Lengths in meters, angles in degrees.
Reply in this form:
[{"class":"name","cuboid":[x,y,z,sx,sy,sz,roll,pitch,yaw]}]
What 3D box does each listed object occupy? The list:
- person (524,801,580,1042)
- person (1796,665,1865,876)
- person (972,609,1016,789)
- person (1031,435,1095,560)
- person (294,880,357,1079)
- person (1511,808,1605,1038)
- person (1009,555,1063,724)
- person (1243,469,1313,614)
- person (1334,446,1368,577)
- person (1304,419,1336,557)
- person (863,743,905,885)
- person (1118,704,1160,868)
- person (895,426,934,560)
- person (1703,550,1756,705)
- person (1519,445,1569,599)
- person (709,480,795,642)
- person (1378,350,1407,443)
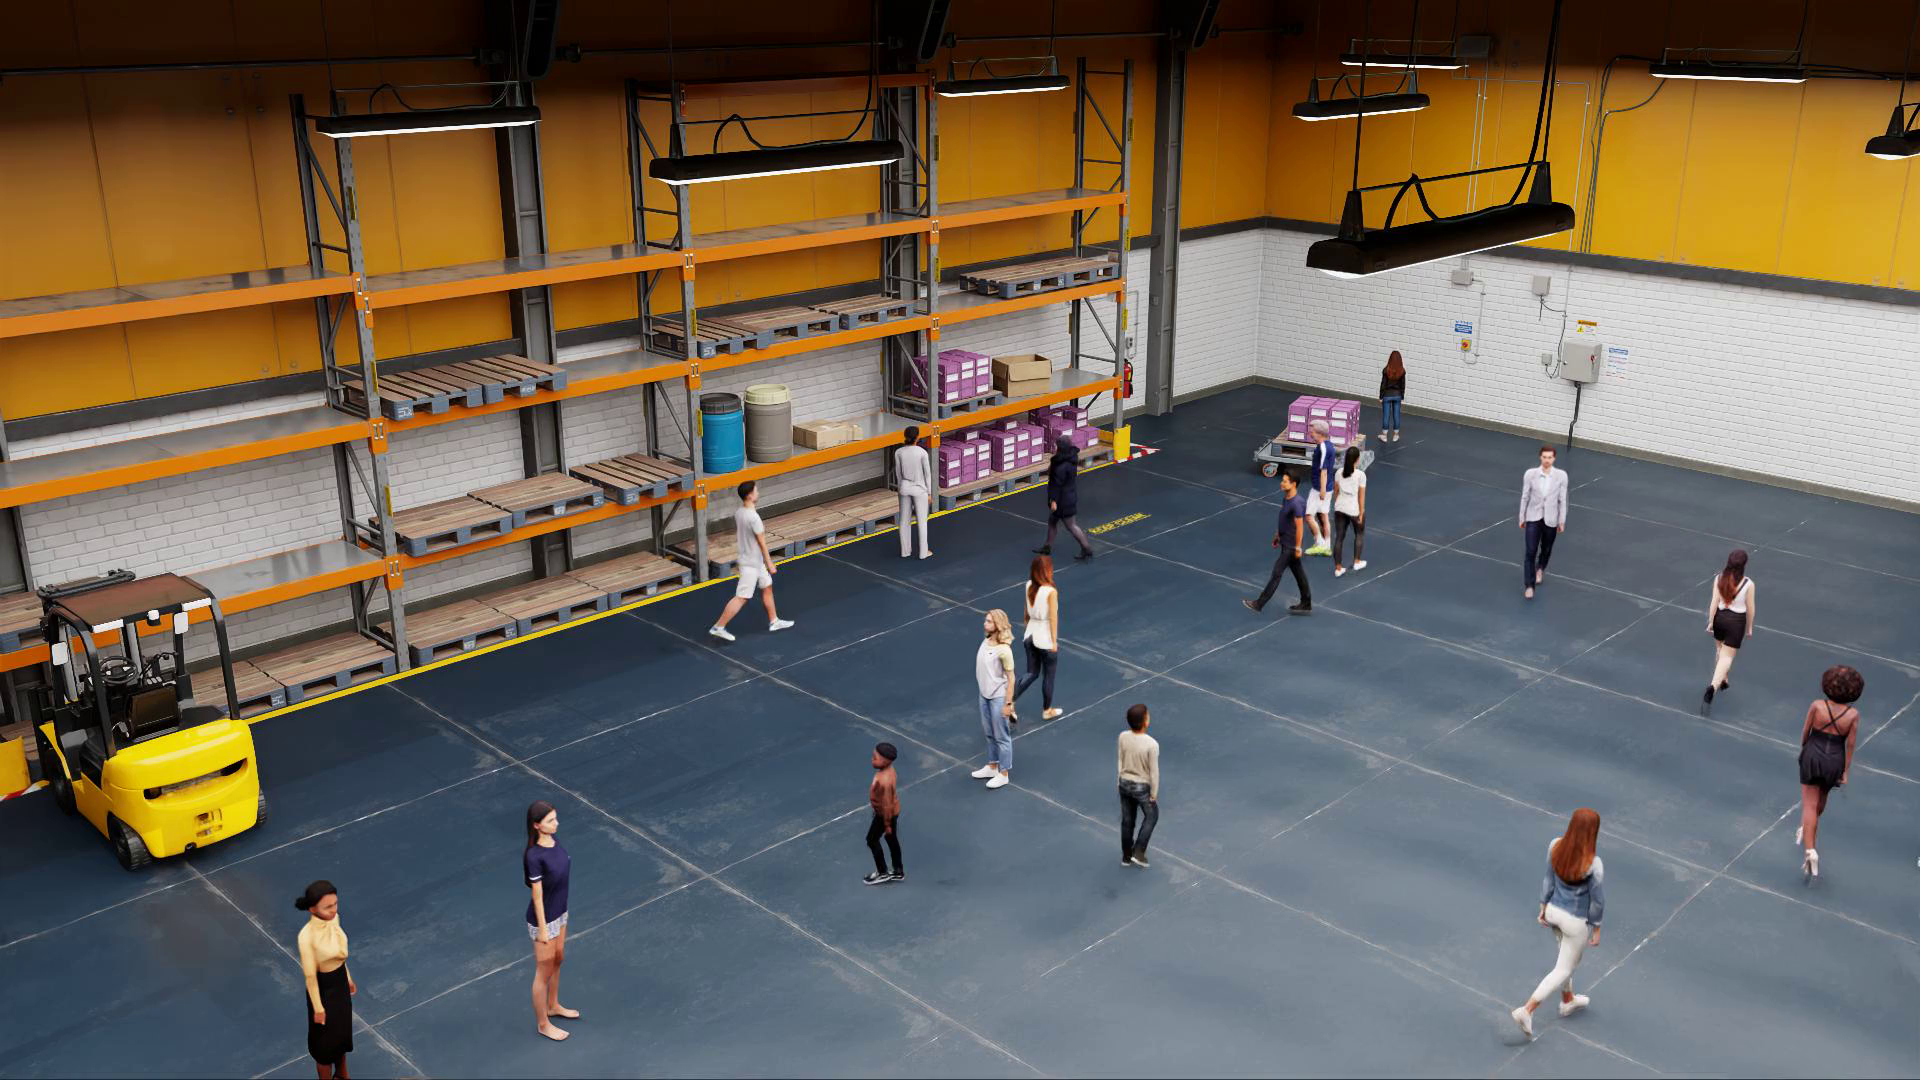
[{"class":"person","cuboid":[-2.884,2.625,11.633,0.724,1.765,0.639,3,19,7]},{"class":"person","cuboid":[7.111,1.931,13.730,0.888,1.741,1.167,6,20,18]},{"class":"person","cuboid":[0.339,1.436,15.229,0.631,1.722,0.678,-11,21,-28]},{"class":"person","cuboid":[1.391,-0.508,21.129,1.048,1.642,1.111,5,19,15]},{"class":"person","cuboid":[-4.101,2.960,10.811,0.726,1.654,0.647,3,19,8]},{"class":"person","cuboid":[4.179,2.683,11.601,1.142,1.674,0.812,-10,21,-26]},{"class":"person","cuboid":[0.729,1.018,16.399,0.960,1.767,0.609,-16,24,-39]},{"class":"person","cuboid":[3.924,0.049,19.302,1.169,1.752,1.088,-1,19,-2]},{"class":"person","cuboid":[4.783,-0.325,20.617,0.660,1.621,0.836,13,22,33]},{"class":"person","cuboid":[4.711,-0.650,21.294,0.852,1.805,0.752,4,19,13]},{"class":"person","cuboid":[-0.541,2.234,13.611,0.702,1.242,0.636,2,19,6]},{"class":"person","cuboid":[1.430,2.069,13.768,0.619,1.455,0.648,10,21,28]},{"class":"person","cuboid":[-0.600,-0.620,21.307,0.707,1.740,0.699,6,20,18]},{"class":"person","cuboid":[7.801,0.920,16.930,0.658,1.615,1.095,14,23,36]},{"class":"person","cuboid":[7.052,-0.262,20.121,1.031,1.818,1.277,6,19,17]},{"class":"person","cuboid":[-2.419,0.277,18.534,1.342,1.810,1.008,-8,20,-21]},{"class":"person","cuboid":[6.959,-2.327,26.779,0.630,1.483,0.694,0,19,-1]}]
